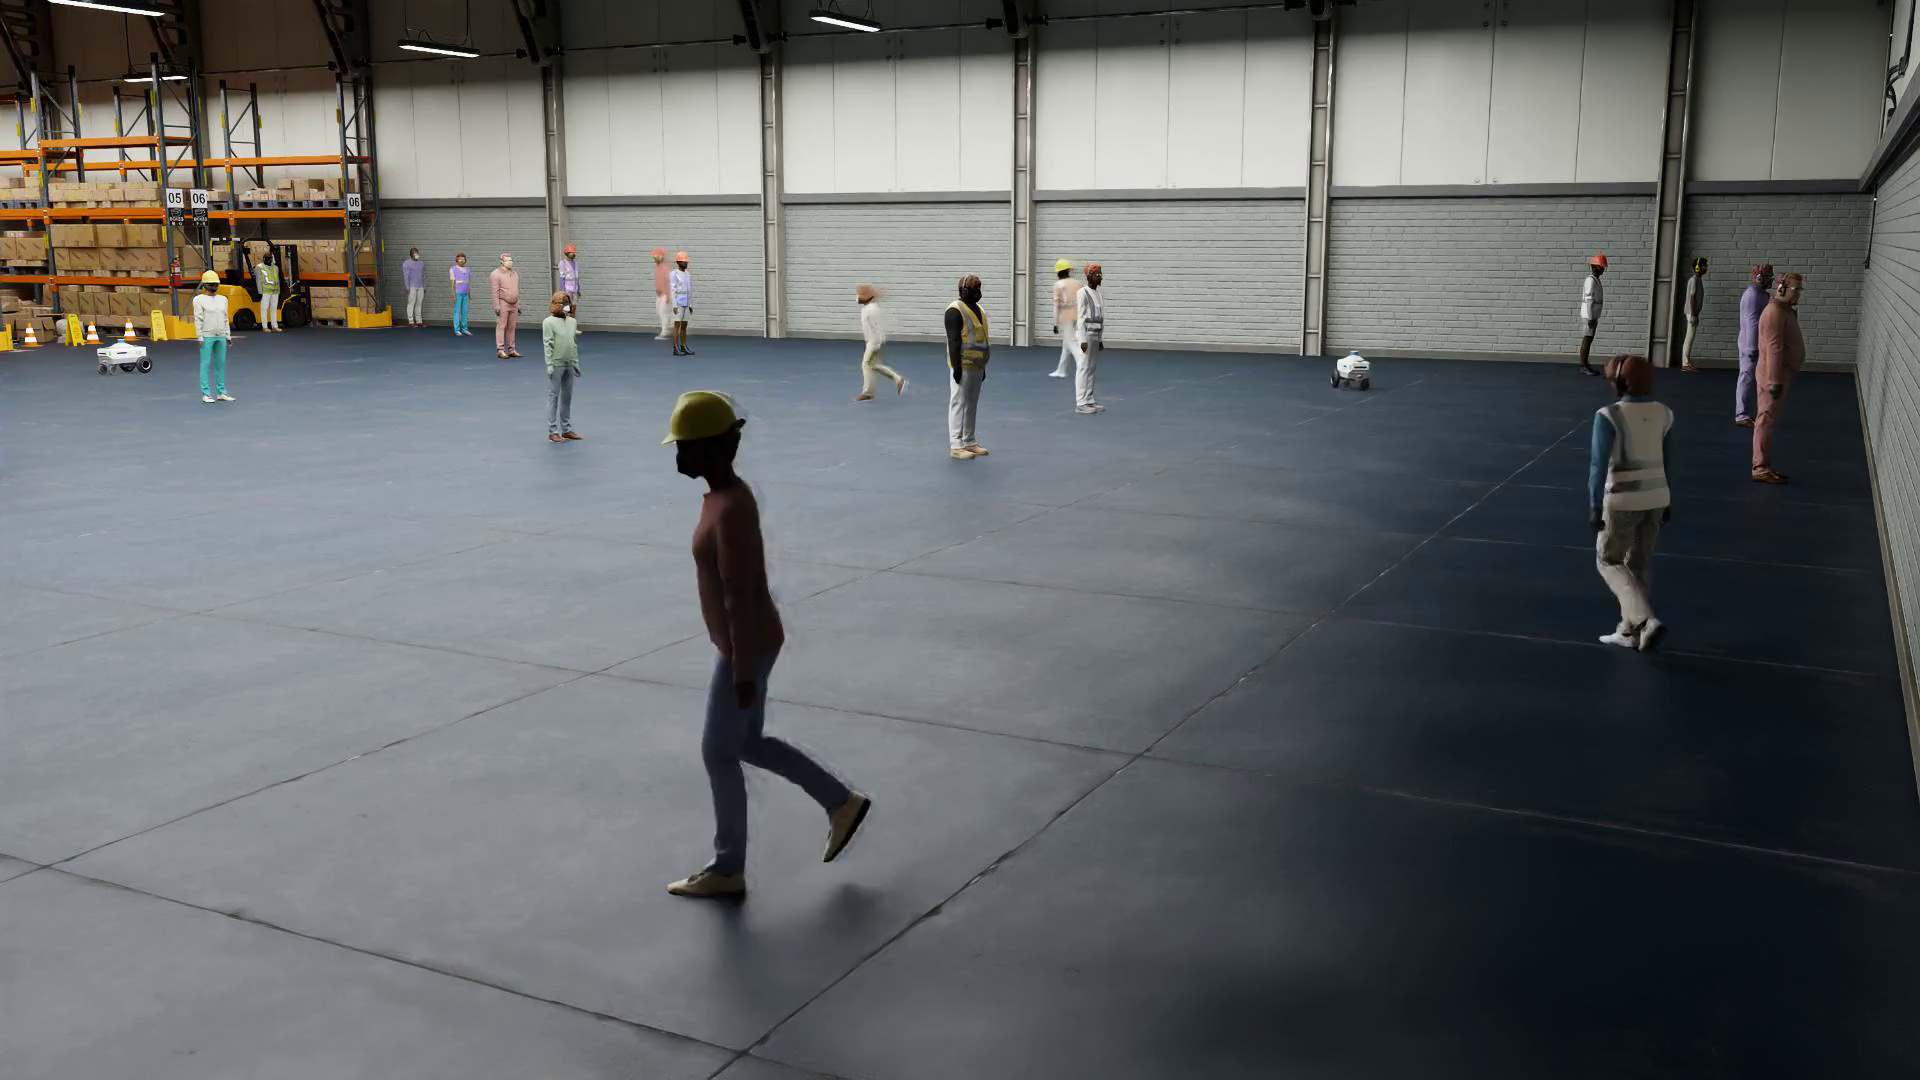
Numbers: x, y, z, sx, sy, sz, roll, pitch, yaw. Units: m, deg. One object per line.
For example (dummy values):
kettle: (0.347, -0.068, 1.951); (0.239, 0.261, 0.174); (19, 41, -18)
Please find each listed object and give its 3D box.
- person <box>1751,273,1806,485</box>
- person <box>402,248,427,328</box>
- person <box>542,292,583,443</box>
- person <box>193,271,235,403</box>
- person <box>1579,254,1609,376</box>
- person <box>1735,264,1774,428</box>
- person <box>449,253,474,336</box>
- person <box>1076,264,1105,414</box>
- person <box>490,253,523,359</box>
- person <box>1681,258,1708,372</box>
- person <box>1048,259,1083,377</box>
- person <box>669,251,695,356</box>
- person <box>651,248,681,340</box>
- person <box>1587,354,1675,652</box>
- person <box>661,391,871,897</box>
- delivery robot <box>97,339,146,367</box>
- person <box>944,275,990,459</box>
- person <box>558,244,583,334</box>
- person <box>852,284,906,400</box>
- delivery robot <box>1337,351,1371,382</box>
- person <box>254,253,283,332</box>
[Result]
person: (7.450, -1.468, 15.131); (0.401, 1.904, 0.640); (6, 12, 29)
person: (-13.250, -6.136, 40.484); (0.377, 1.940, 0.628); (6, 12, 29)
person: (-4.337, -1.889, 18.151); (0.285, 1.634, 0.499); (6, 12, 29)
person: (-10.051, -2.737, 22.415); (0.325, 1.769, 0.524); (6, 12, 29)
person: (10.143, -3.592, 26.628); (0.376, 1.933, 0.544); (6, 12, 29)
person: (9.357, -2.281, 19.546); (0.401, 1.910, 0.640); (6, 12, 29)
person: (-11.124, -5.462, 37.080); (0.395, 1.839, 0.564); (6, 12, 29)
person: (1.658, -2.551, 21.087); (0.360, 1.883, 0.574); (6, 12, 29)
person: (-8.277, -4.282, 30.460); (0.401, 1.910, 0.640); (6, 12, 29)
person: (12.175, -3.729, 27.543); (0.334, 1.873, 0.521); (6, 12, 29)
person: (1.758, -3.433, 25.946); (0.637, 1.876, 0.963); (-10, 14, -43)
person: (-5.189, -4.421, 31.130); (0.372, 1.939, 0.544); (6, 12, 29)
person: (-6.365, -5.324, 35.945); (0.625, 1.976, 0.623); (-9, 13, -39)
person: (3.610, -0.172, 8.830); (0.558, 1.616, 0.506); (-4, 11, -20)
person: (-0.668, 0.351, 5.652); (0.641, 1.735, 0.569); (-1, 10, -8)
delivery robot: (-13.607, -3.018, 27.002); (0.477, 0.478, 0.707); (5, 12, 27)
person: (0.092, -1.753, 16.847); (0.430, 1.845, 0.622); (6, 12, 29)
person: (-8.781, -5.657, 37.584); (0.389, 2.045, 0.606); (6, 12, 29)
person: (-1.106, -2.693, 22.669); (0.696, 1.595, 0.507); (-2, 11, -13)
delivery robot: (5.746, -2.515, 24.257); (0.477, 0.478, 0.707); (0, 10, -2)
person: (-16.035, -5.745, 38.631); (0.430, 1.840, 0.622); (6, 12, 29)
